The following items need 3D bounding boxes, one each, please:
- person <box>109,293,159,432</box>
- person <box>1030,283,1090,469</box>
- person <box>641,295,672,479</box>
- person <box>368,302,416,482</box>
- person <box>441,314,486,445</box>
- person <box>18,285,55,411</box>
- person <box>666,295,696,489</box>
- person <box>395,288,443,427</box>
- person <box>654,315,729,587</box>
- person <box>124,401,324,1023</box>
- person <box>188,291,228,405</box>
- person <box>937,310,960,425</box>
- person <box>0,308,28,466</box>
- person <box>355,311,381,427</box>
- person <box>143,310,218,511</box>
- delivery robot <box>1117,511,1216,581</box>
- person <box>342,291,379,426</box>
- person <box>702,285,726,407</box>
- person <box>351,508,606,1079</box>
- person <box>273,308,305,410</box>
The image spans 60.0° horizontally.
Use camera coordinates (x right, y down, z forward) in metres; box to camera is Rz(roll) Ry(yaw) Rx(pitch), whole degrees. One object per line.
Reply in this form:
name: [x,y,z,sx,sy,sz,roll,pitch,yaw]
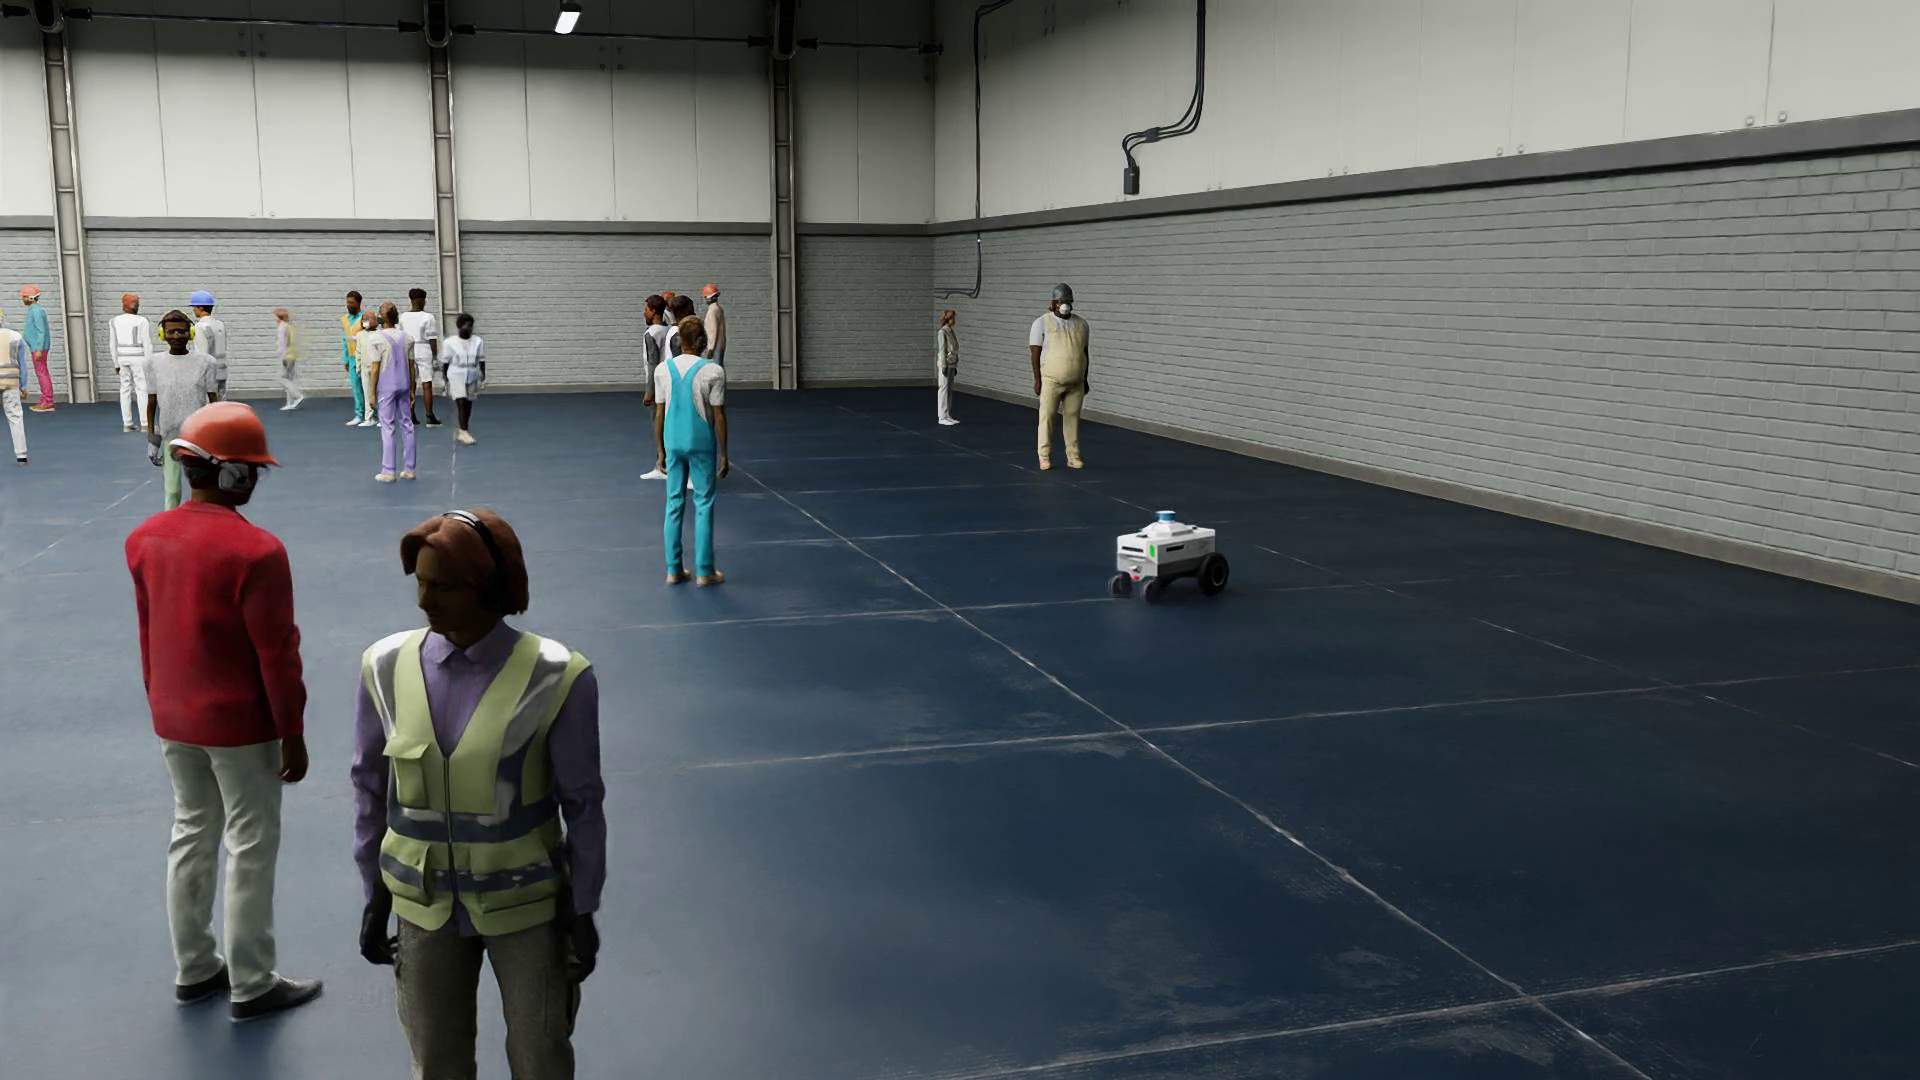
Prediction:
person: [-11.247,-2.401,22.620,0.575,1.886,0.360,2,9,10]
person: [1.131,-1.788,18.214,0.688,2.000,0.538,-3,9,-18]
person: [-3.130,-1.593,17.368,0.392,1.917,0.593,2,9,10]
person: [-5.834,-1.515,17.095,0.345,1.846,0.507,8,12,40]
person: [-6.317,-2.045,21.085,0.565,1.655,0.853,-7,11,-37]
person: [-14.561,-3.021,26.224,0.395,1.993,0.616,-6,10,-31]
person: [-2.772,-1.467,16.559,0.392,1.918,0.592,-2,9,-10]
person: [-7.622,-2.563,23.423,0.607,1.957,0.389,2,9,11]
person: [-1.808,-0.593,11.258,0.512,1.835,0.359,2,9,13]
person: [-2.056,0.480,4.696,0.575,1.742,0.356,4,10,25]
person: [-8.617,-1.880,19.096,0.389,1.948,0.609,0,9,0]
person: [-0.176,-2.468,23.818,0.308,1.644,0.514,3,9,16]
person: [-10.668,-1.717,18.438,0.592,1.828,0.404,-7,11,-36]
person: [-8.295,-2.408,23.463,0.508,1.631,0.269,2,9,14]
person: [-5.606,-0.729,12.034,0.508,1.863,0.327,-4,10,-22]
delivery robot: [1.355,0.051,10.904,0.707,0.478,0.477,-9,12,-43]
person: [-8.518,-2.573,23.642,0.590,1.915,0.390,4,10,25]
person: [-3.970,-3.117,26.858,0.392,1.989,0.610,1,9,5]
person: [-0.959,0.745,3.336,0.513,1.637,0.313,1,9,7]
person: [-10.685,-2.865,26.394,0.371,1.625,0.528,-1,9,-7]
